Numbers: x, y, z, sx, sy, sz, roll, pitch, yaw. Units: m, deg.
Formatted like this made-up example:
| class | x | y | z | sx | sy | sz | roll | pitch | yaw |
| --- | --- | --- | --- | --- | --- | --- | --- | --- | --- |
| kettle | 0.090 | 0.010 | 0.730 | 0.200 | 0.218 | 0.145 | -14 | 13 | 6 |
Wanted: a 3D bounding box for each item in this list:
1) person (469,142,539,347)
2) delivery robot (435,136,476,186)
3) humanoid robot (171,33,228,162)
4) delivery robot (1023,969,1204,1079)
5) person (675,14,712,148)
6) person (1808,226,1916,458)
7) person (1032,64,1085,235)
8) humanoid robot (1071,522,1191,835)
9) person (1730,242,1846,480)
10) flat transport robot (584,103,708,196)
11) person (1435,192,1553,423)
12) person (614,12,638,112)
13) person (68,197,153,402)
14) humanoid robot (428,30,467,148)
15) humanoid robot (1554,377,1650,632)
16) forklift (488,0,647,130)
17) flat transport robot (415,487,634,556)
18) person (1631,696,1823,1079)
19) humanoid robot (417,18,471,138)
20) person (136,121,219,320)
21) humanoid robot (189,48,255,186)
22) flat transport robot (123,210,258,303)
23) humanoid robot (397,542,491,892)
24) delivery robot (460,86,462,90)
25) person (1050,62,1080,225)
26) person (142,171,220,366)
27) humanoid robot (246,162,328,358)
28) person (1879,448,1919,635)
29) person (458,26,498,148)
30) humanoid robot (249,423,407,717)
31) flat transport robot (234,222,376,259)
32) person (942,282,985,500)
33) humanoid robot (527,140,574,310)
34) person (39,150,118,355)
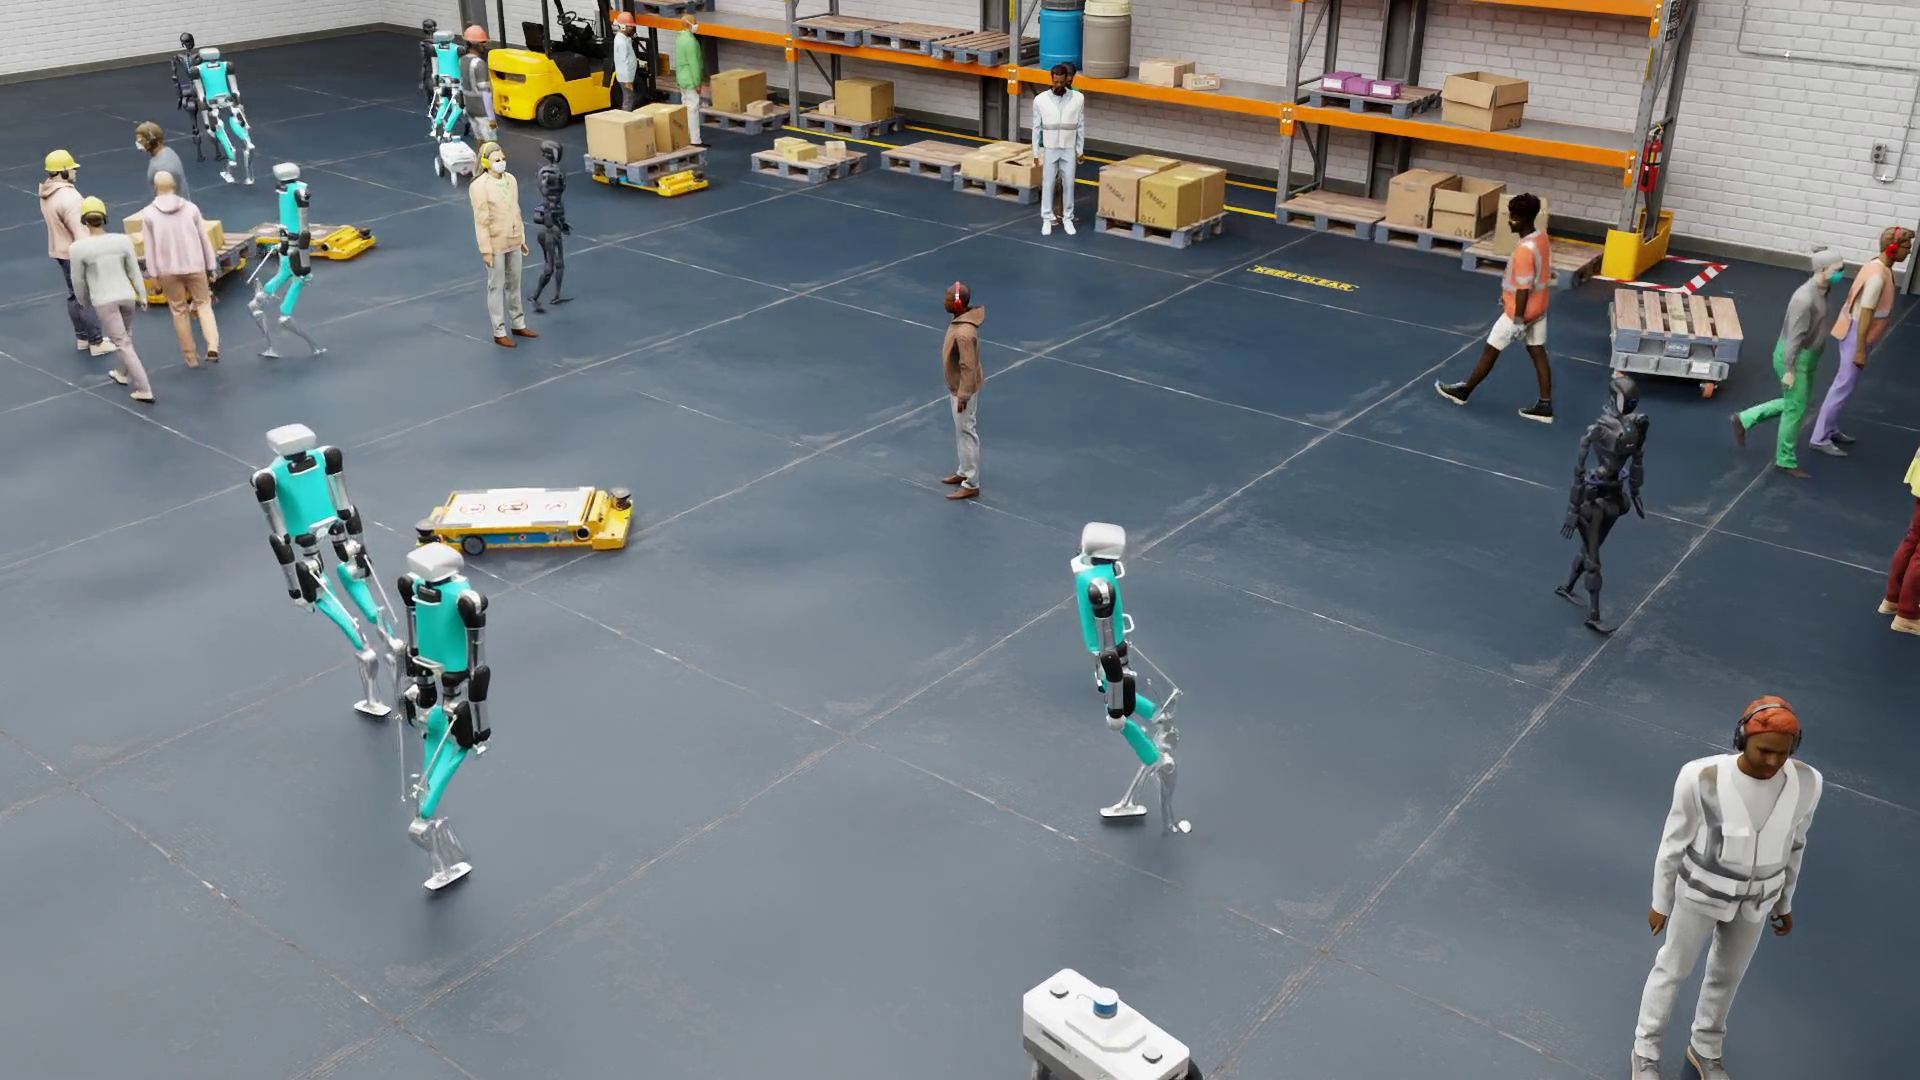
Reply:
| class | x | y | z | sx | sy | sz | roll | pitch | yaw |
| --- | --- | --- | --- | --- | --- | --- | --- | --- | --- |
| person | -4.257 | -2.746 | 15.413 | 0.409 | 1.877 | 0.554 | 14 | 29 | 26 |
| delivery robot | -6.446 | -4.884 | 21.370 | 0.499 | 0.606 | 0.805 | -12 | 28 | -24 |
| humanoid robot | -10.162 | -5.902 | 22.157 | 0.599 | 1.657 | 0.315 | -2 | 26 | -4 |
| delivery robot | 0.621 | 2.123 | 6.852 | 0.527 | 0.601 | 0.773 | -22 | 33 | -38 |
| person | -3.708 | -6.309 | 22.899 | 0.387 | 1.781 | 0.537 | -14 | 29 | -27 |
| person | 7.041 | -1.564 | 13.020 | 0.402 | 1.832 | 0.574 | 16 | 30 | 30 |
| person | 1.111 | -4.424 | 18.854 | 0.597 | 1.908 | 0.400 | -3 | 26 | -6 |
| humanoid robot | 0.944 | 0.777 | 8.393 | 0.809 | 1.891 | 0.552 | -2 | 26 | -3 |
| person | 6.351 | -1.399 | 12.690 | 0.676 | 1.820 | 0.520 | 23 | 34 | 39 |
| flat transport robot | -3.953 | -4.616 | 21.130 | 1.431 | 0.231 | 0.659 | 18 | 31 | 33 |
| person | 4.547 | -1.933 | 13.699 | 1.027 | 1.888 | 0.642 | 19 | 32 | 34 |
| person | -4.669 | -6.539 | 23.423 | 0.348 | 1.738 | 0.572 | -5 | 26 | -10 |
| person | -7.257 | -2.054 | 14.145 | 0.857 | 1.721 | 0.516 | 18 | 31 | 33 |
| humanoid robot | -6.687 | -5.697 | 21.532 | 0.533 | 1.673 | 0.735 | 8 | 27 | 15 |
| humanoid robot | 4.107 | -0.249 | 10.493 | 0.608 | 1.633 | 0.678 | -11 | 28 | -22 |
| forklift | -5.874 | -7.334 | 24.552 | 1.214 | 2.155 | 2.313 | 19 | 32 | 34 |
| flat transport robot | -3.088 | -0.137 | 11.855 | 1.431 | 0.231 | 0.659 | -2 | 26 | -3 |
| person | 3.078 | 1.451 | 6.709 | 0.582 | 1.882 | 0.340 | 0 | 26 | 0 |
| humanoid robot | -7.333 | -6.485 | 23.406 | 0.671 | 1.637 | 0.599 | 9 | 27 | 17 |
| person | -7.574 | -3.075 | 16.043 | 0.407 | 1.930 | 0.638 | -10 | 27 | -19 |
| humanoid robot | -9.048 | -5.163 | 20.603 | 0.535 | 1.734 | 1.027 | -21 | 33 | -36 |
| flat transport robot | -8.058 | -2.742 | 17.248 | 0.659 | 0.231 | 1.431 | 2 | 26 | 4 |
| humanoid robot | -2.584 | 0.952 | 7.955 | 0.537 | 1.808 | 0.768 | 16 | 30 | 29 |
| delivery robot | -7.480 | -7.033 | 25.830 | 0.499 | 0.614 | 0.791 | 2 | 26 | 4 |
| person | 1.176 | -4.612 | 19.308 | 0.499 | 1.847 | 0.384 | -19 | 32 | -35 |
| person | -6.897 | -2.379 | 14.778 | 0.575 | 1.762 | 0.514 | -14 | 29 | -27 |
| humanoid robot | -6.207 | -2.444 | 14.965 | 0.858 | 1.786 | 0.532 | -21 | 33 | -37 |
| person | 6.104 | -0.264 | 10.390 | 0.358 | 1.769 | 0.477 | 5 | 26 | 10 |
| person | -5.913 | -5.281 | 20.507 | 0.488 | 2.032 | 0.646 | -21 | 33 | -36 |
| humanoid robot | -3.463 | 0.275 | 9.387 | 0.804 | 1.831 | 0.550 | 19 | 31 | 34 |
| flat transport robot | -7.307 | -3.313 | 18.431 | 1.431 | 0.231 | 0.659 | 4 | 26 | 8 |
| person | 0.026 | -1.103 | 12.260 | 0.308 | 1.650 | 0.471 | -2 | 26 | -5 |
| humanoid robot | -4.079 | -3.115 | 16.412 | 0.464 | 1.646 | 0.597 | 0 | 26 | 0 |
| person | -8.058 | -2.603 | 15.140 | 0.428 | 1.859 | 0.794 | -23 | 34 | -39 |
